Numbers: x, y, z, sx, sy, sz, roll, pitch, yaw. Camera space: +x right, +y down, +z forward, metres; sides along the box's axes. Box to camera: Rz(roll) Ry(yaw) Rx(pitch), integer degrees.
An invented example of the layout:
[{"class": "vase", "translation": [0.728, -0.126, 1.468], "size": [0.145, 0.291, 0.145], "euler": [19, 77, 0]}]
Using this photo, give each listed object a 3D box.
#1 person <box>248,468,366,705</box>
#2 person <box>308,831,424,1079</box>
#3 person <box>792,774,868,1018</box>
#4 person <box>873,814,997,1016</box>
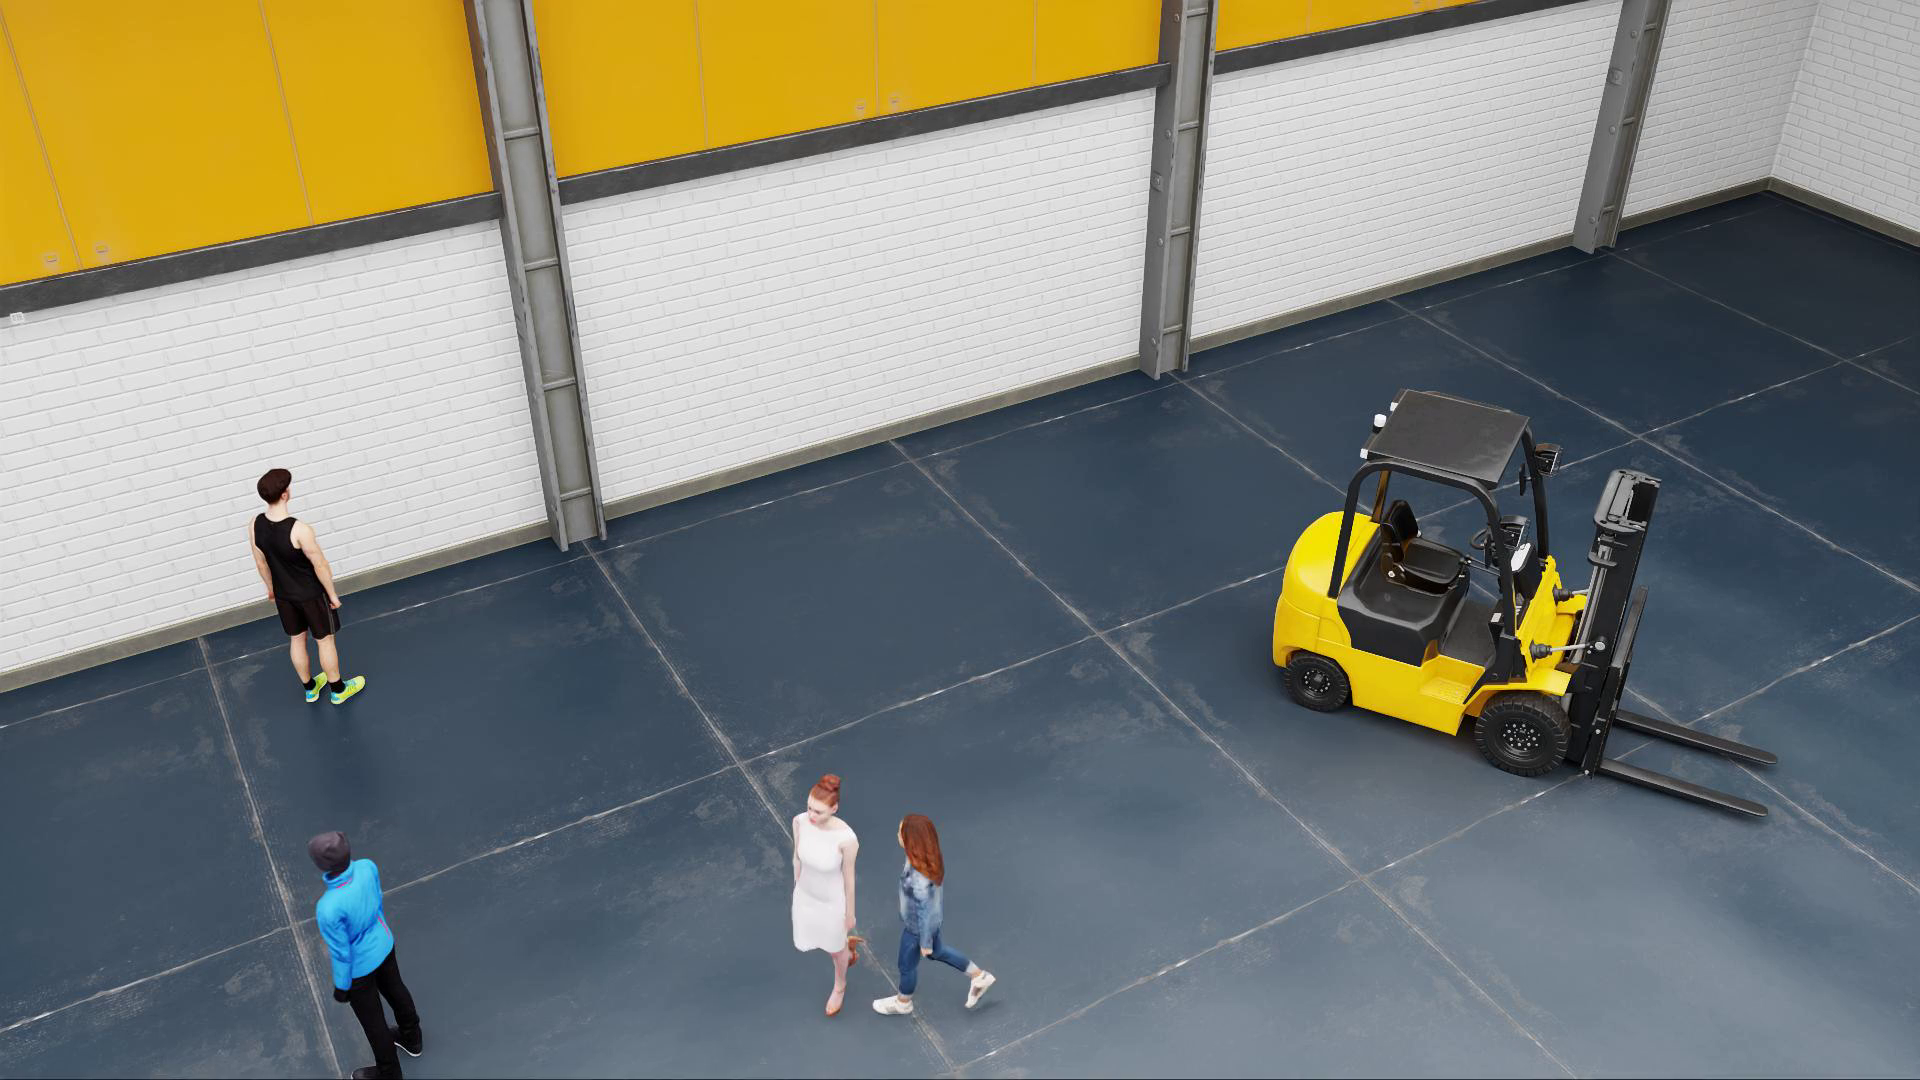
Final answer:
[{"class": "person", "translation": [-4.627, 0.344, 11.654], "size": [0.755, 1.890, 0.835], "euler": [6, 34, 9]}, {"class": "person", "translation": [-3.175, 2.230, 8.898], "size": [0.749, 1.801, 0.692], "euler": [8, 34, 12]}, {"class": "person", "translation": [-0.688, 1.961, 9.321], "size": [0.776, 1.780, 0.866], "euler": [18, 38, 25]}, {"class": "person", "translation": [-0.135, 2.131, 9.359], "size": [1.036, 1.455, 0.861], "euler": [-3, 34, -5]}]
